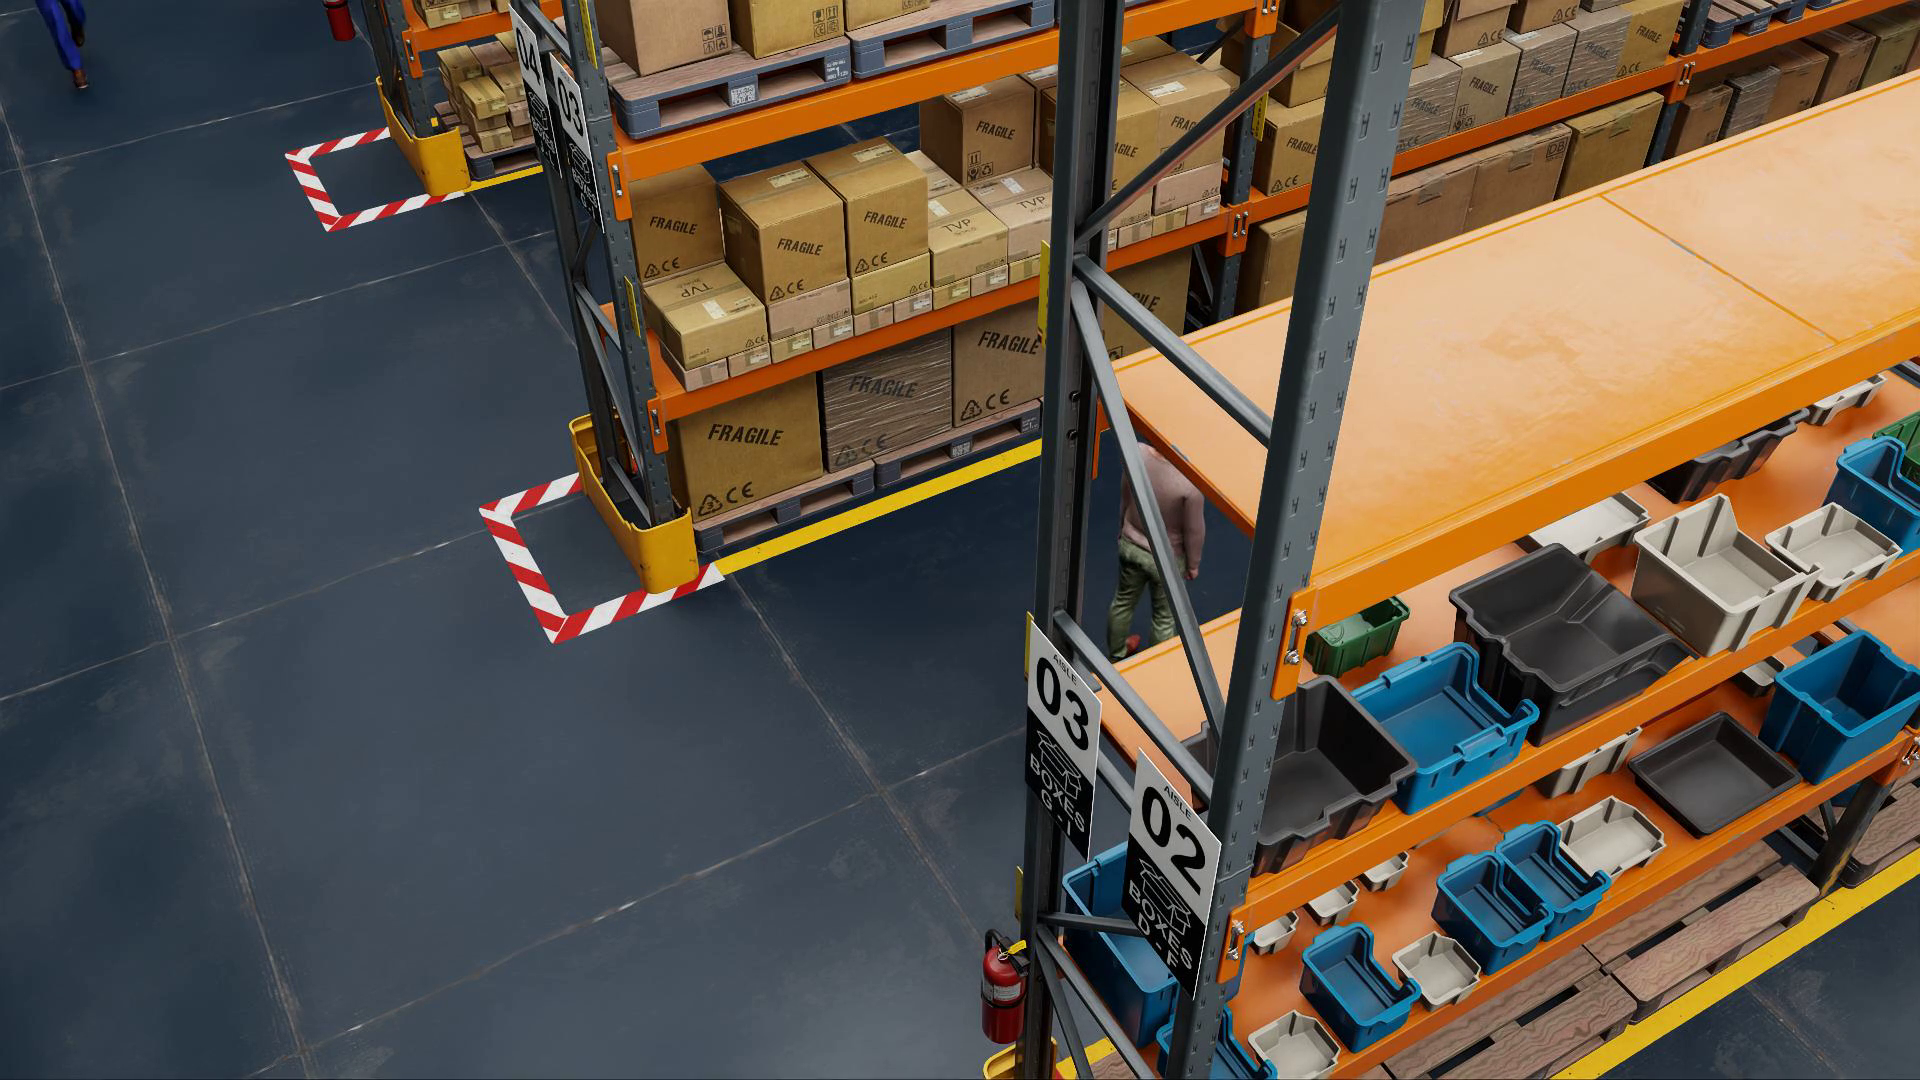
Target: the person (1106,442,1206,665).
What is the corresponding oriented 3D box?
[{"bbox_3d":[1.009,0.057,8.679,0.749,1.872,0.734,28,50,27],"label":"person"}]
